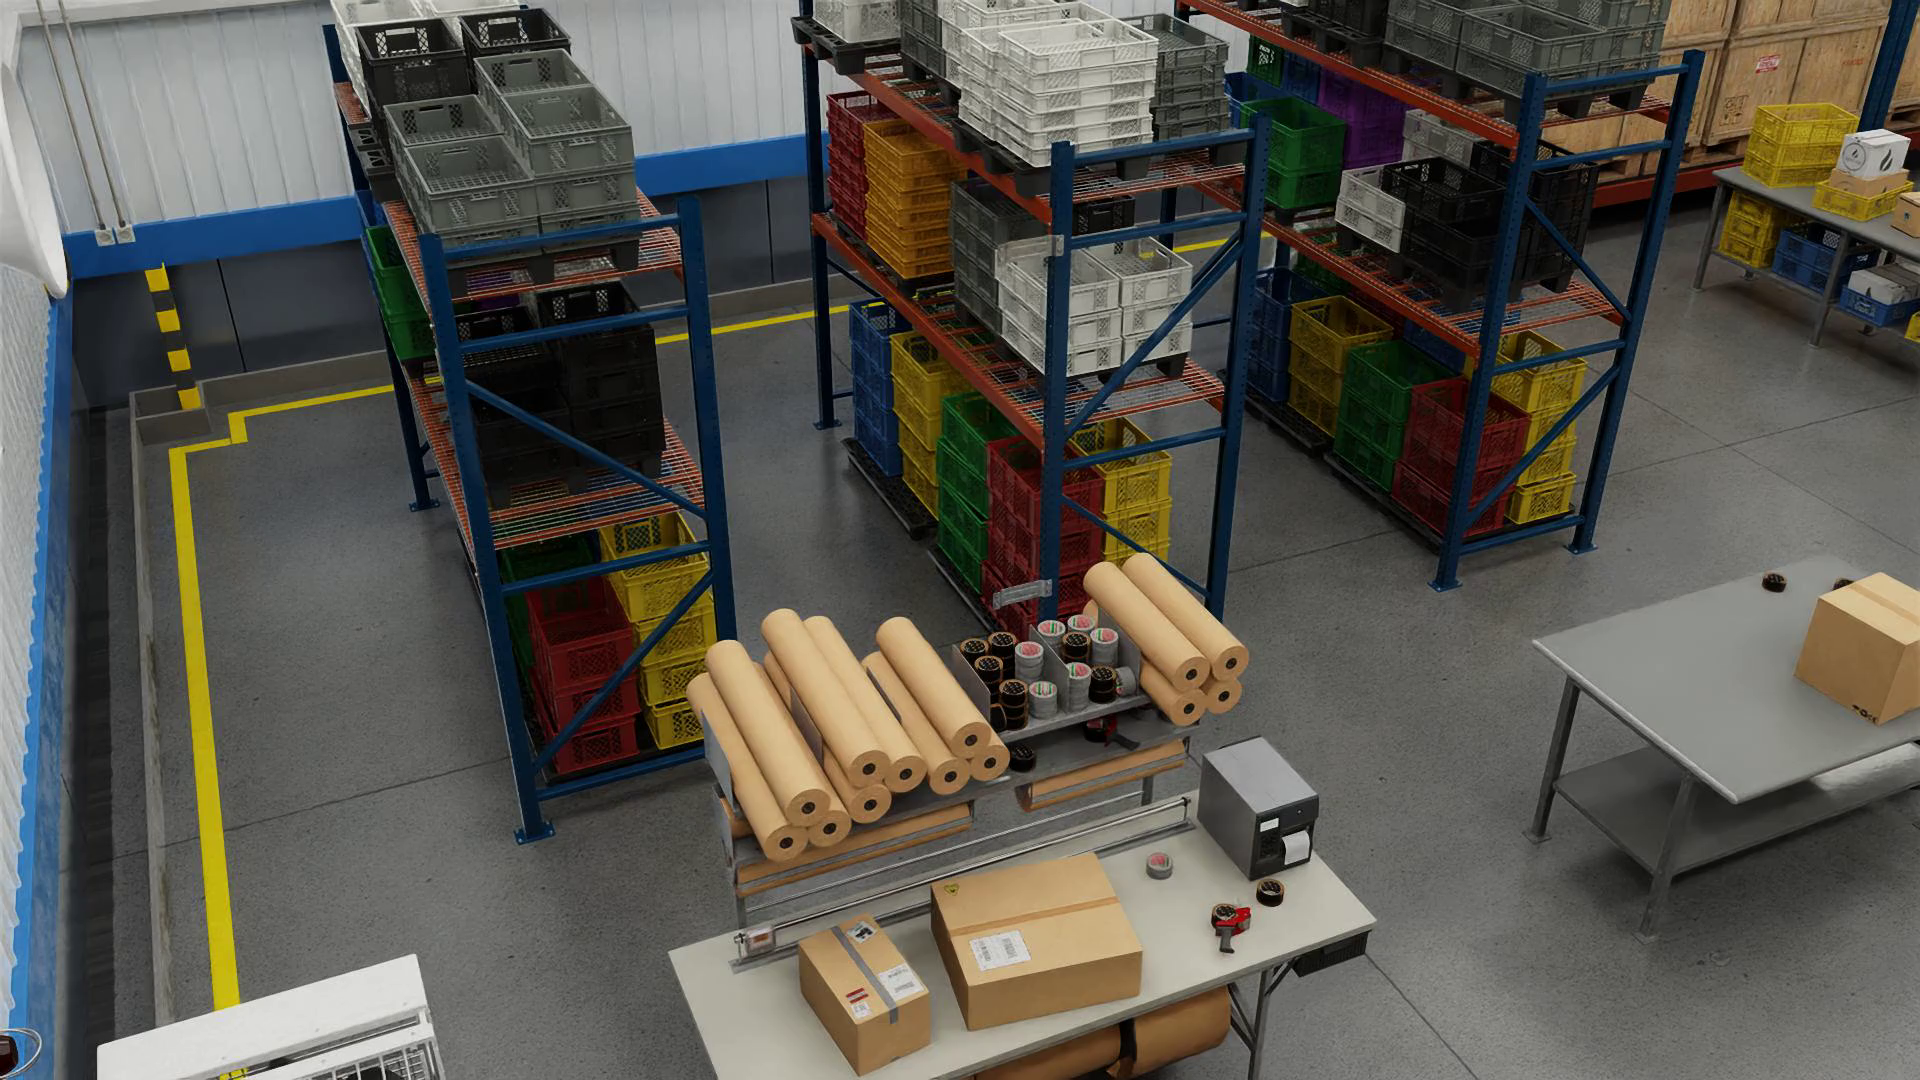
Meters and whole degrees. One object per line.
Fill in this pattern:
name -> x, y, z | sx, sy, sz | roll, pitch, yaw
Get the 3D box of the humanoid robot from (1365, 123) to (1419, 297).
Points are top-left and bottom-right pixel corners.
humanoid robot -> 3.404, -2.716, 13.041 | 0.344, 1.658, 0.600 | 16, 35, 24

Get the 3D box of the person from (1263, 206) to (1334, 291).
person -> 2.796, -2.831, 13.080 | 0.839, 1.836, 0.662 | -6, 32, -10
